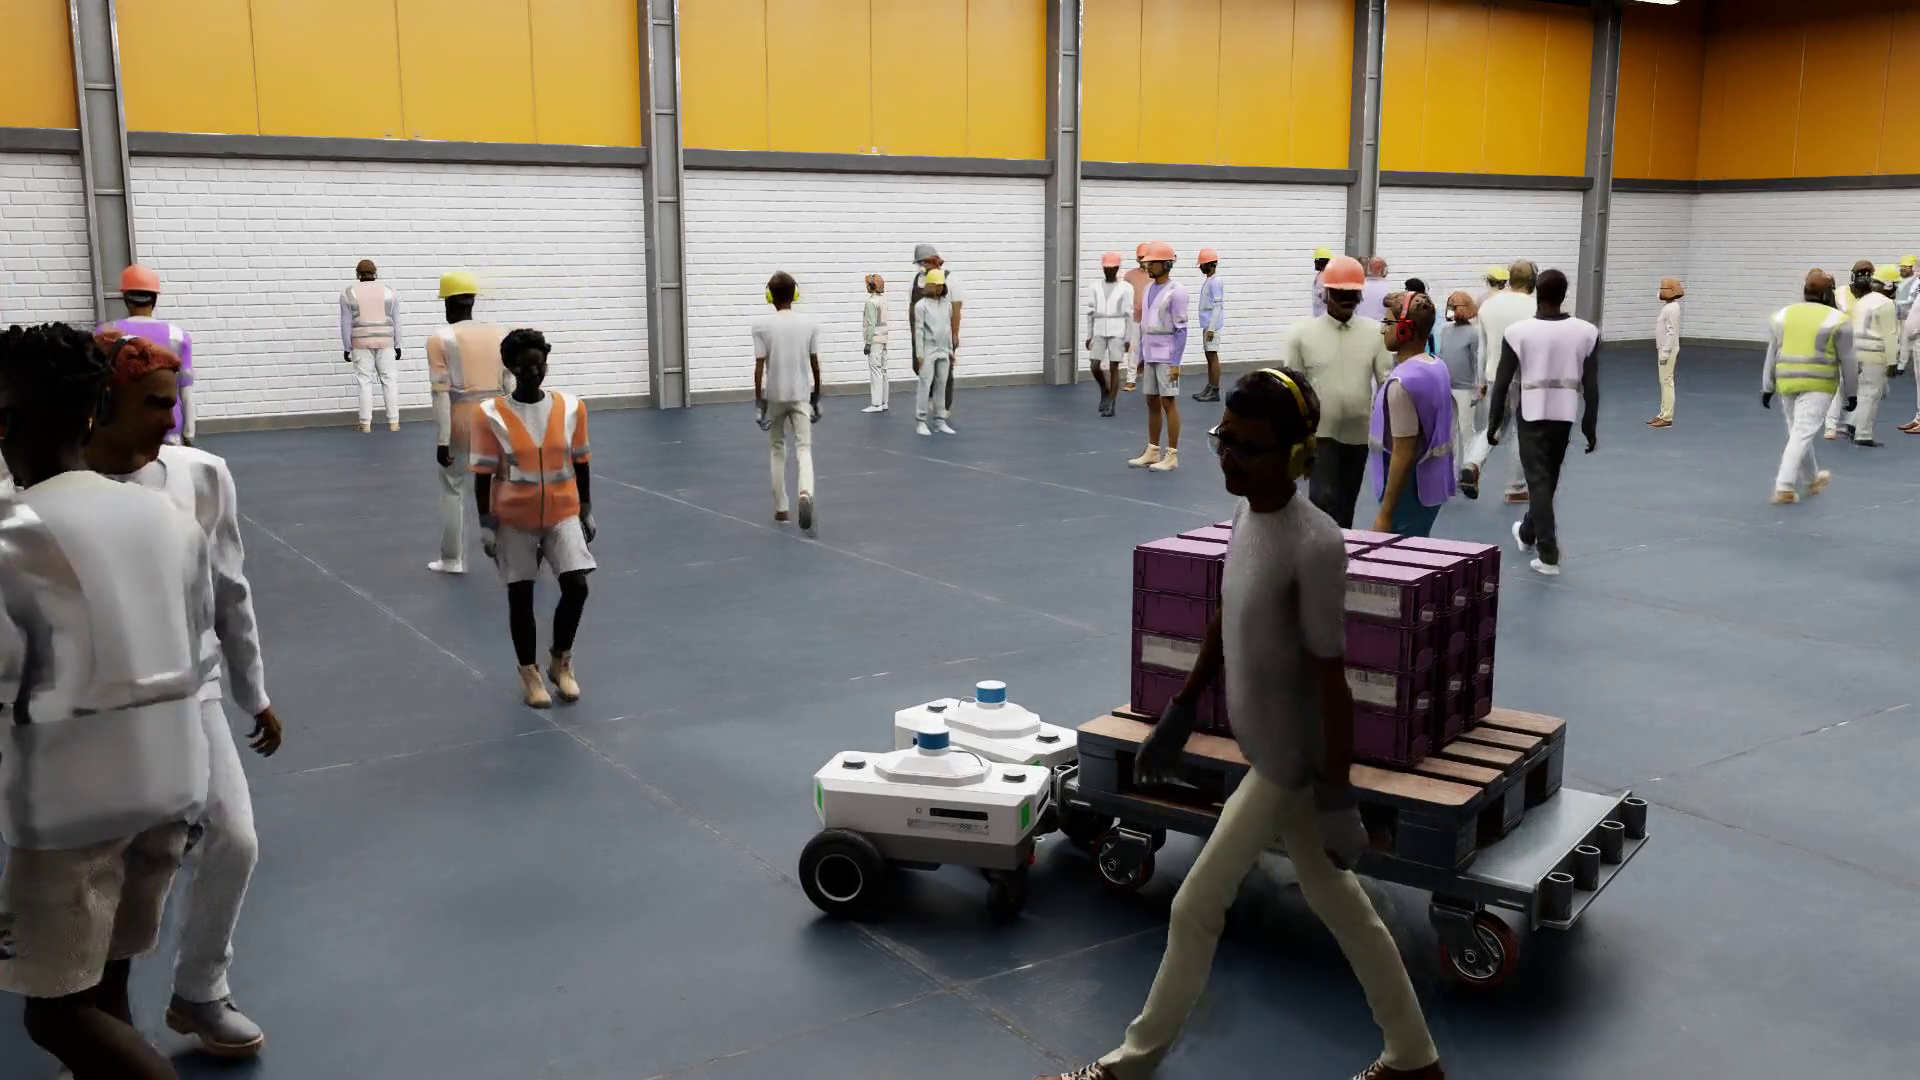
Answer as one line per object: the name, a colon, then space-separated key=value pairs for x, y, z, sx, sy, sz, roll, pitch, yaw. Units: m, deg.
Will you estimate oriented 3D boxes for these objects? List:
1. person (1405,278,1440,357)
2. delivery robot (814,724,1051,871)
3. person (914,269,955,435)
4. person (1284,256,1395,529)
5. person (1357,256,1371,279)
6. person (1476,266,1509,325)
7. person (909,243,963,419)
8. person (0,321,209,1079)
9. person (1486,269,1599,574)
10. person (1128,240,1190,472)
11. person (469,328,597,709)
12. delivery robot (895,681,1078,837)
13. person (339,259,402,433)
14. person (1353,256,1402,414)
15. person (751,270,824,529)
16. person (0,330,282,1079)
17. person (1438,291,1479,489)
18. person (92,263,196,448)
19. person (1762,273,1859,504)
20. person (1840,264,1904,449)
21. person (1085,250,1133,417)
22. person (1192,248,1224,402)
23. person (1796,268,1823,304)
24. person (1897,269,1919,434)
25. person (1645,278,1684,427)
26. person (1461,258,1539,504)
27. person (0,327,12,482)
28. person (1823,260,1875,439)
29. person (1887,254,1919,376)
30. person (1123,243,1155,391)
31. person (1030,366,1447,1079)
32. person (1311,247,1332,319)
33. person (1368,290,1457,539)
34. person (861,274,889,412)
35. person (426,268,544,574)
person: x=5.009 y=-2.005 z=17.981 sx=0.859 sy=1.635 sz=0.536 roll=0 pitch=10 yaw=1
delivery robot: x=-0.080 y=0.820 z=5.197 sx=0.707 sy=0.478 sz=0.477 roll=3 pitch=11 yaw=14
person: x=-0.256 y=-1.979 z=17.537 sx=0.493 sy=1.742 sz=0.314 roll=-9 pitch=14 yaw=-41
person: x=2.136 y=-0.579 z=9.261 sx=0.627 sy=1.963 sz=0.844 roll=-1 pitch=10 yaw=-5
person: x=5.660 y=-3.146 z=23.775 sx=0.535 sy=1.809 sz=0.561 roll=-1 pitch=10 yaw=-4
person: x=6.223 y=-2.361 z=19.628 sx=0.736 sy=1.738 sz=0.533 roll=-5 pitch=12 yaw=-26
person: x=-0.290 y=-2.410 z=19.082 sx=0.699 sy=2.000 sz=0.598 roll=4 pitch=11 yaw=23
person: x=-1.643 y=0.536 z=3.301 sx=0.764 sy=1.913 sz=0.687 roll=4 pitch=11 yaw=20
person: x=3.666 y=-0.770 z=10.555 sx=0.621 sy=1.864 sz=0.982 roll=0 pitch=10 yaw=-1
person: x=1.763 y=-1.624 z=14.767 sx=0.381 sy=2.045 sz=0.605 roll=-5 pitch=12 yaw=-28
person: x=-1.857 y=-0.083 z=7.285 sx=0.557 sy=1.682 sz=0.396 roll=-5 pitch=12 yaw=-28
delivery robot: x=0.105 y=0.727 z=5.708 sx=0.707 sy=0.478 sz=0.477 roll=10 pitch=14 yaw=43
person: x=-6.270 y=-2.062 z=17.742 sx=0.622 sy=1.839 sz=0.429 roll=-5 pitch=12 yaw=-26
person: x=4.552 y=-2.181 z=18.334 sx=0.658 sy=1.870 sz=0.963 roll=8 pitch=13 yaw=36
person: x=-1.217 y=-0.991 z=11.868 sx=0.516 sy=1.843 sz=0.794 roll=-2 pitch=10 yaw=-9
person: x=-2.007 y=0.428 z=4.045 sx=0.474 sy=1.863 sz=0.687 roll=10 pitch=14 yaw=43
person: x=4.129 y=-1.241 z=13.791 sx=0.269 sy=1.632 sz=0.504 roll=-5 pitch=11 yaw=-24
person: x=-4.850 y=-0.684 z=9.939 sx=0.563 sy=1.923 sz=0.650 roll=-7 pitch=13 yaw=-35
person: x=6.728 y=-1.194 z=13.098 sx=0.971 sy=1.786 sz=0.655 roll=-7 pitch=12 yaw=-33
person: x=8.986 y=-1.788 z=16.304 sx=0.427 sy=1.814 sz=0.600 roll=2 pitch=11 yaw=11
person: x=1.720 y=-2.381 z=19.239 sx=0.576 sy=1.924 sz=0.415 roll=4 pitch=11 yaw=22
person: x=3.144 y=-2.712 z=21.050 sx=0.374 sy=1.928 sz=0.542 roll=0 pitch=10 yaw=1
person: x=12.245 y=-3.085 z=23.903 sx=0.507 sy=1.631 sz=0.266 roll=1 pitch=10 yaw=8
person: x=10.232 y=-2.075 z=17.620 sx=0.403 sy=1.906 sz=0.651 roll=4 pitch=11 yaw=20
person: x=7.728 y=-2.050 z=18.226 sx=0.280 sy=1.633 sz=0.500 roll=3 pitch=11 yaw=18
person: x=4.220 y=-1.205 z=12.816 sx=0.671 sy=1.918 sz=0.635 roll=-8 pitch=13 yaw=-38
person: x=-2.608 y=0.315 z=4.705 sx=0.517 sy=1.843 sz=0.853 roll=-6 pitch=12 yaw=-30
person: x=9.181 y=-1.938 z=17.043 sx=0.634 sy=1.842 sz=0.429 roll=3 pitch=11 yaw=18
person: x=14.066 y=-3.349 z=24.825 sx=0.425 sy=1.821 sz=0.617 roll=-7 pitch=12 yaw=-34
person: x=2.476 y=-3.001 z=22.449 sx=0.608 sy=1.995 sz=0.377 roll=3 pitch=11 yaw=16
person: x=0.699 y=0.500 z=3.802 sx=1.021 sy=1.802 sz=0.541 roll=0 pitch=10 yaw=1
person: x=5.340 y=-3.350 z=24.545 sx=0.378 sy=1.928 sz=0.585 roll=-2 pitch=10 yaw=-8
person: x=1.959 y=-0.159 z=7.276 sx=0.389 sy=1.847 sz=0.566 roll=5 pitch=12 yaw=28
person: x=-0.998 y=-2.334 z=19.768 sx=0.308 sy=1.641 sz=0.514 roll=3 pitch=11 yaw=16
person: x=-2.918 y=-0.692 z=10.077 sx=0.887 sy=1.899 sz=0.599 roll=8 pitch=13 yaw=36
